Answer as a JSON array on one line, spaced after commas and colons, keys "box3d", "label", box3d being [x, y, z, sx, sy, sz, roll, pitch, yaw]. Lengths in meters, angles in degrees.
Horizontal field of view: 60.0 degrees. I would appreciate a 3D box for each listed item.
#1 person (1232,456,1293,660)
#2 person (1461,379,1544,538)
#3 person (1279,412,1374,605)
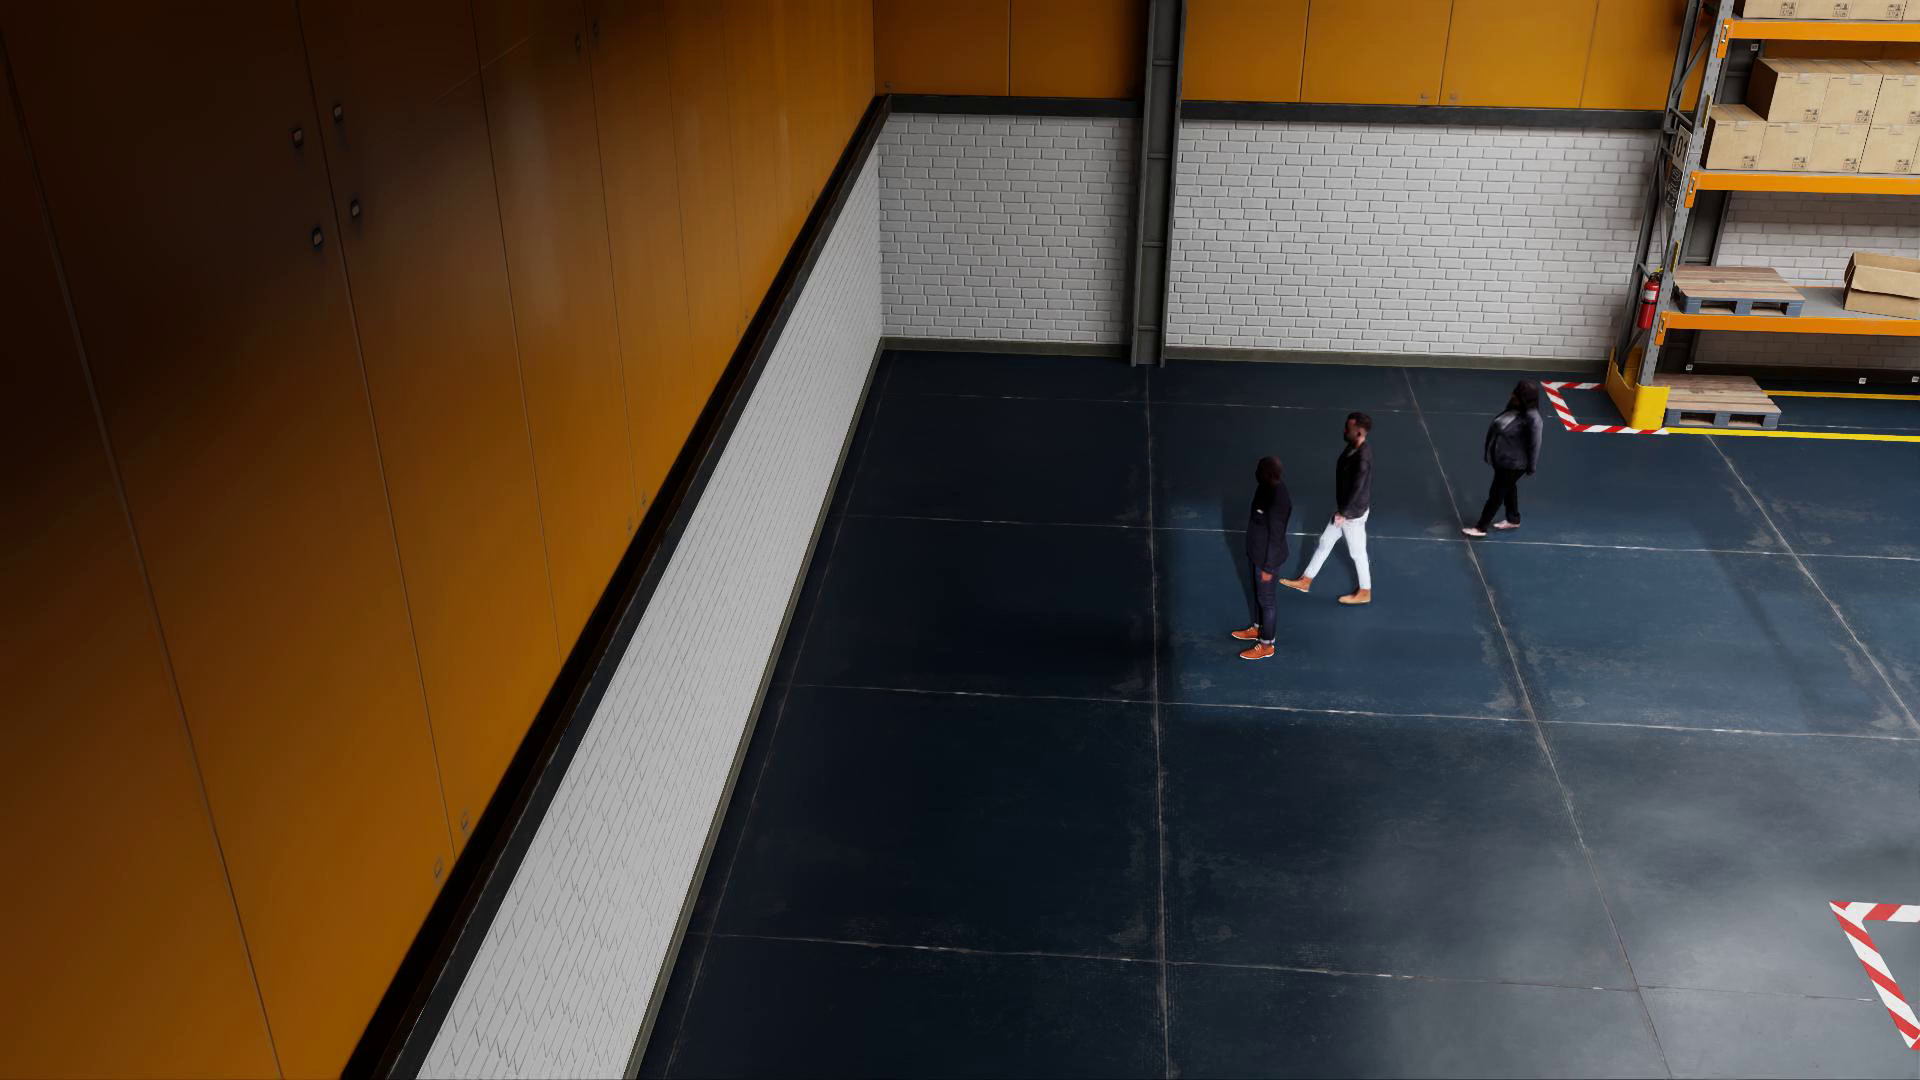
[{"box3d": [2.533, 0.122, 13.719, 0.630, 1.818, 0.709, -1, 29, -1], "label": "person"}, {"box3d": [5.234, -0.766, 15.607, 0.936, 1.569, 0.765, -2, 29, -4], "label": "person"}, {"box3d": [3.477, -0.243, 14.396, 1.027, 1.810, 0.692, 1, 29, 1], "label": "person"}]
